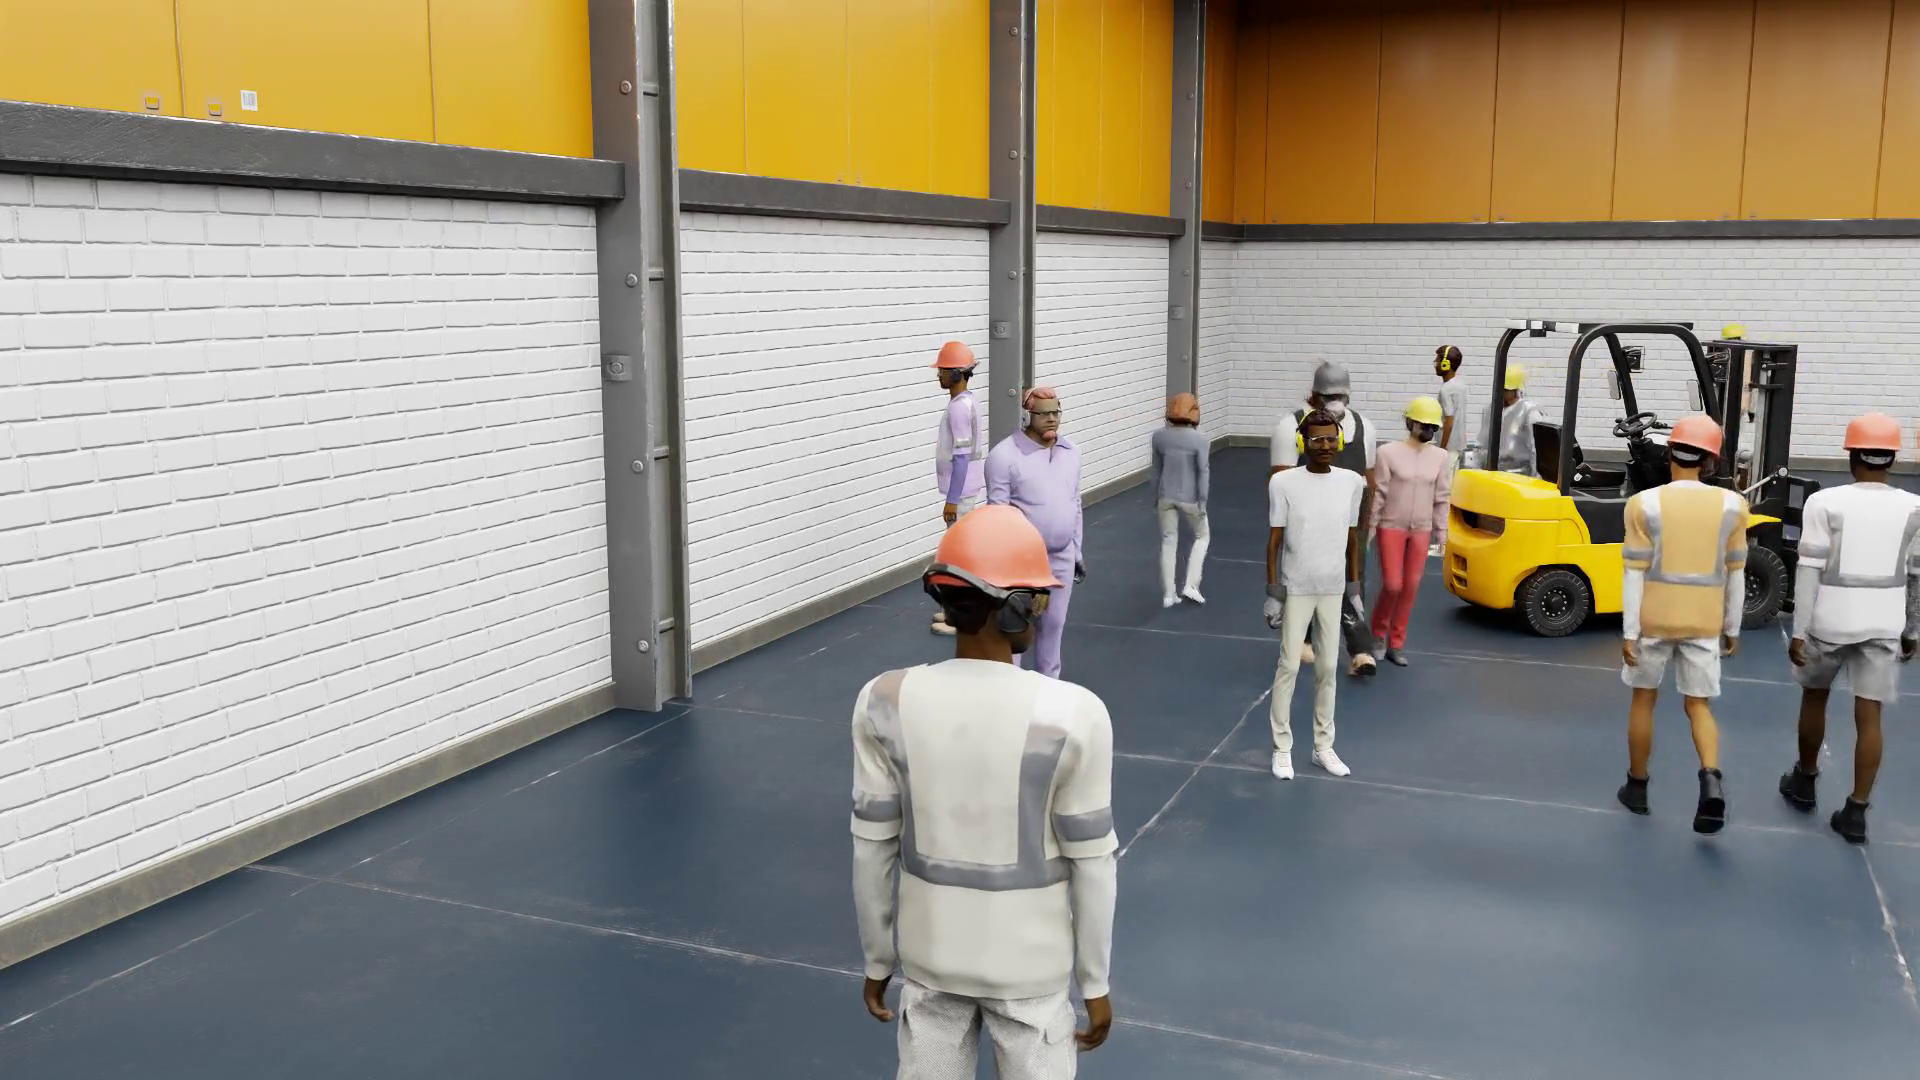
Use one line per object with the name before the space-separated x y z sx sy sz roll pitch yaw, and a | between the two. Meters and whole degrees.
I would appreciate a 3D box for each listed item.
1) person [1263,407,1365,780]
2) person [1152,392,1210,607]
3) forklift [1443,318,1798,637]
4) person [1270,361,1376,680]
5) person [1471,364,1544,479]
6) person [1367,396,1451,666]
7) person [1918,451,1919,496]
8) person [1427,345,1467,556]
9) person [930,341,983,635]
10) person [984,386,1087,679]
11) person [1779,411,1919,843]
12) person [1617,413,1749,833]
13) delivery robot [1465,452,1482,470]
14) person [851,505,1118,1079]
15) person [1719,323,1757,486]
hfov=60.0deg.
person | 1.779 0.267 8.340 0.526 1.871 0.324 -2 10 -10
person | 1.673 -0.300 12.536 0.503 1.622 0.398 6 11 31
forklift | 4.706 -0.497 11.990 2.313 2.155 1.214 -2 10 -10
person | 2.294 -0.161 10.415 0.691 2.000 1.049 0 9 -1
person | 4.282 -0.513 13.335 0.937 1.772 0.623 -4 10 -24
person | 2.867 -0.053 10.635 0.546 1.739 0.398 -2 10 -10
person | 7.573 -0.339 12.598 0.548 1.670 0.614 -1 9 -9
person | 4.300 -0.782 14.701 0.329 1.871 0.513 6 11 32
person | -0.026 -0.362 11.620 0.365 2.048 0.608 1 9 4
person | 0.447 0.095 9.271 0.652 1.906 0.402 -6 11 -33
person | 4.082 0.364 7.623 0.578 1.903 0.847 2 10 14
person | 3.284 0.386 7.547 0.555 1.904 0.750 2 10 12
delivery robot | 6.102 -0.878 18.974 0.477 0.478 0.707 -4 10 -24
person | 0.062 0.936 3.776 0.608 2.039 0.395 3 10 20
person | 8.851 -1.531 19.094 0.617 1.913 0.447 -2 10 -12
